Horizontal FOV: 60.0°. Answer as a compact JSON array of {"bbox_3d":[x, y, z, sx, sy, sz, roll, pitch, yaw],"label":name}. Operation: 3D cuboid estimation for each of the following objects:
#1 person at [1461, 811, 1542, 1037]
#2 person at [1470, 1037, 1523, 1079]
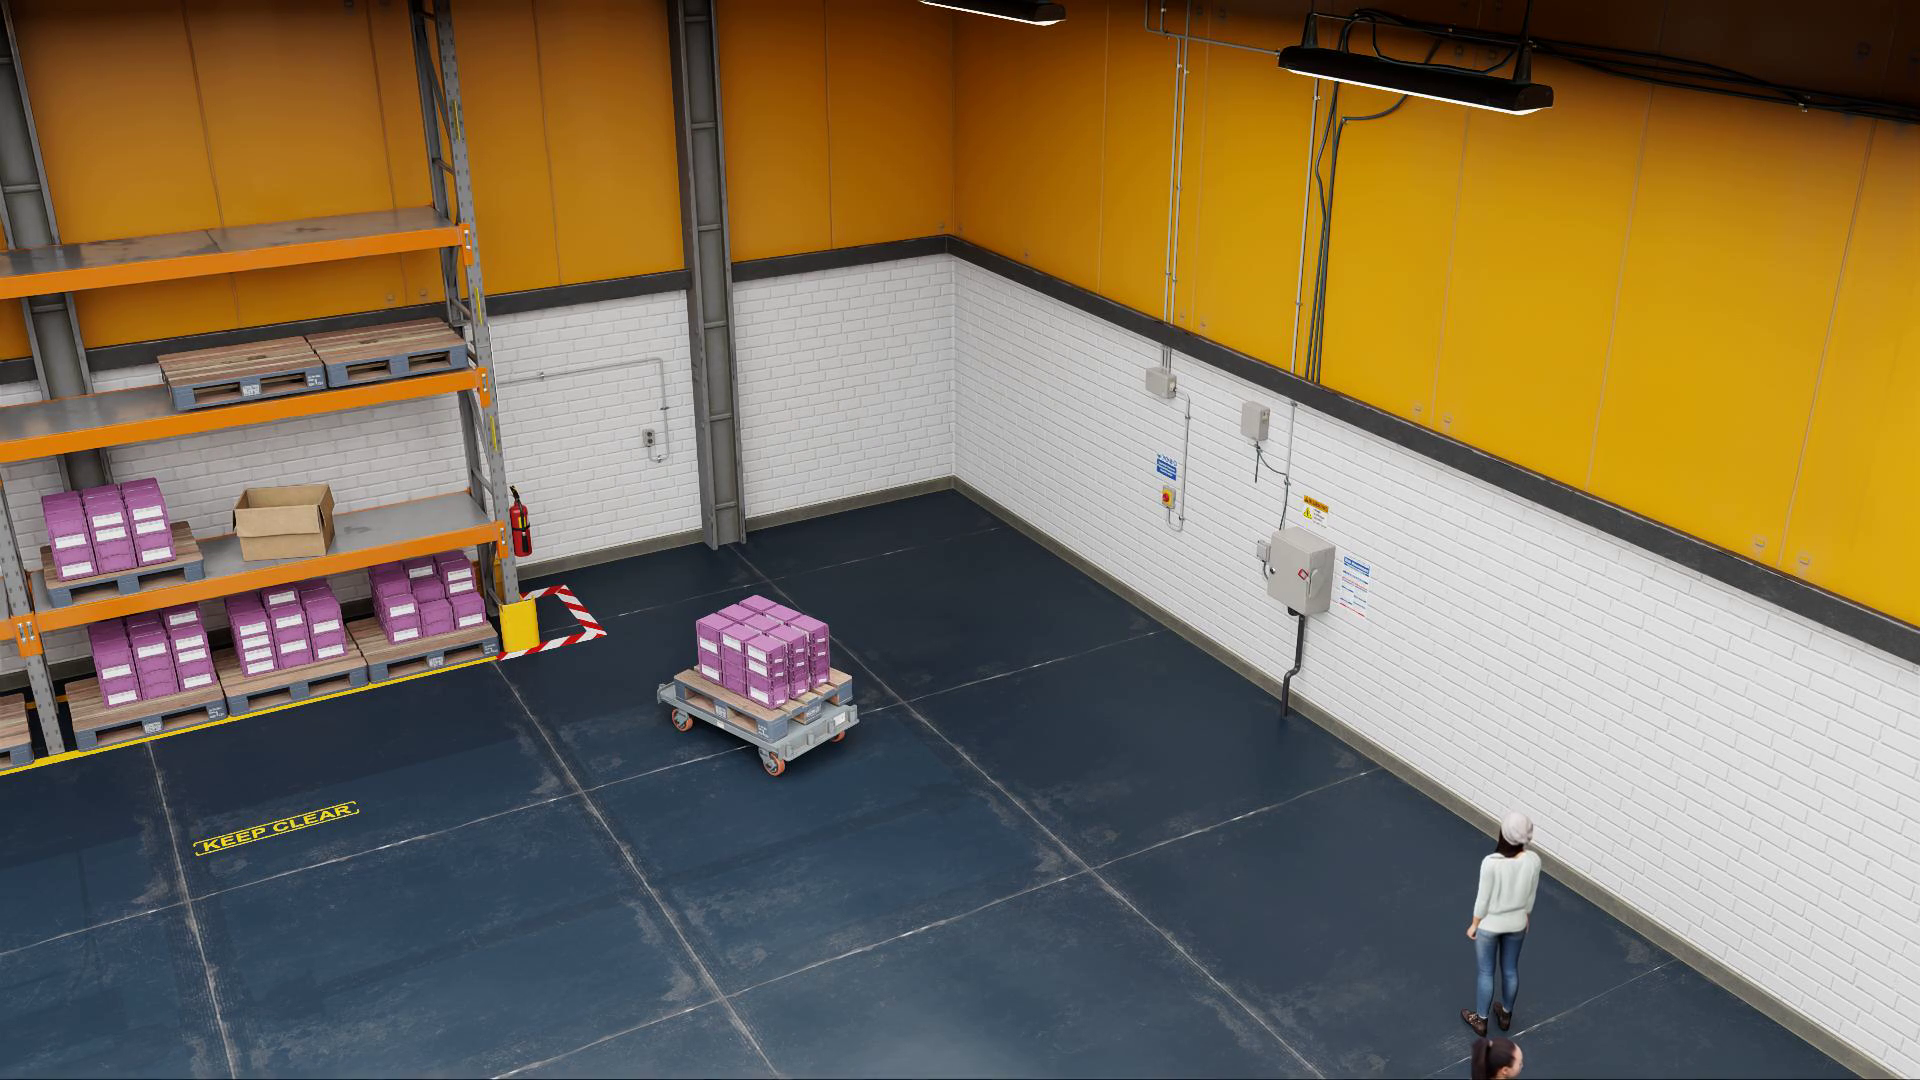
[{"bbox_3d":[3.493,2.453,10.726,0.541,1.644,0.686,-4,24,-9],"label":"person"},{"bbox_3d":[2.743,3.310,8.709,0.521,1.690,0.580,-9,25,-19],"label":"person"}]
